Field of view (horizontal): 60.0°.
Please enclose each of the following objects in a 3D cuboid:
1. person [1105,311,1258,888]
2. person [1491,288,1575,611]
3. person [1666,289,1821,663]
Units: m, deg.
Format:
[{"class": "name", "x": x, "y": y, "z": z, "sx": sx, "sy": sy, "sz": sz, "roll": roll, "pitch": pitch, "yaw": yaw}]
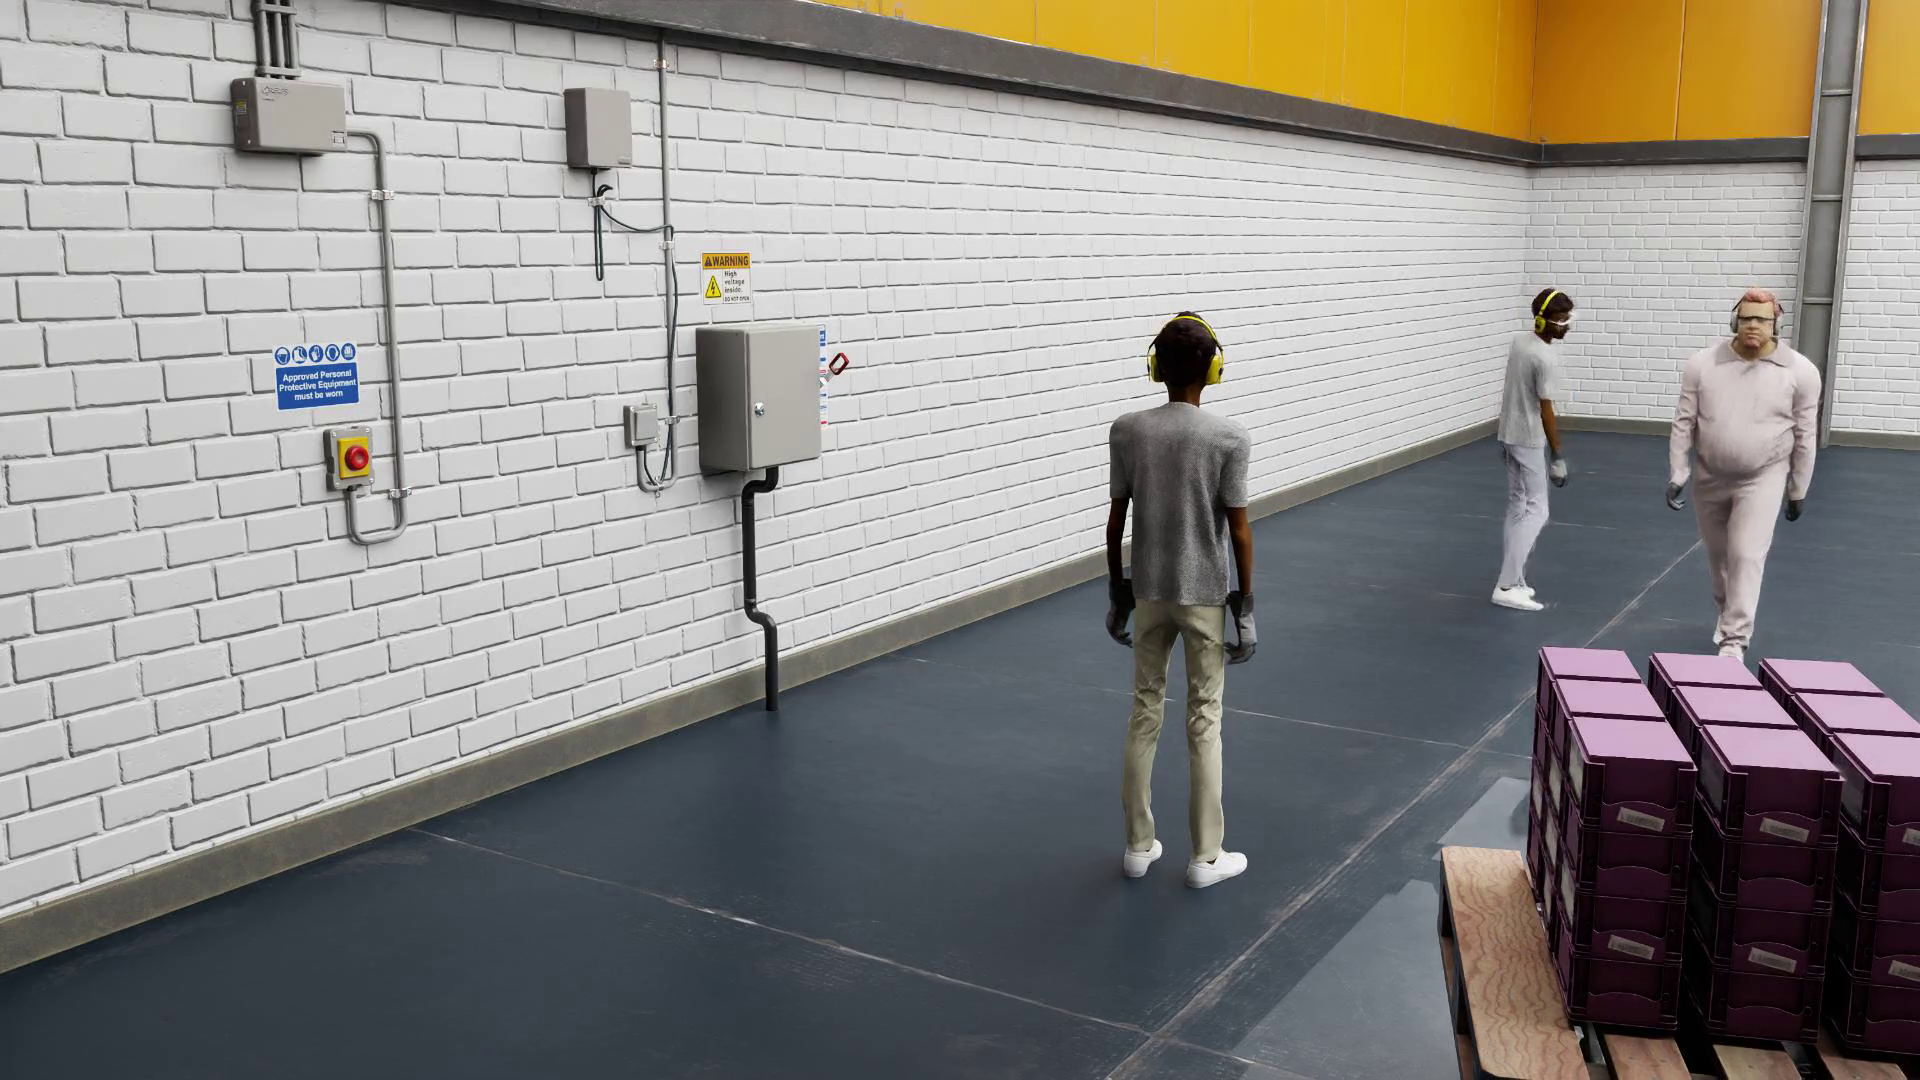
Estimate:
[{"class": "person", "x": 0.725, "y": 0.200, "z": 5.429, "sx": 0.531, "sy": 1.872, "sz": 0.322, "roll": 6, "pitch": 12, "yaw": 28}, {"class": "person", "x": 3.242, "y": -0.513, "z": 9.540, "sx": 0.375, "sy": 1.821, "sz": 0.649, "roll": -1, "pitch": 10, "yaw": -5}, {"class": "person", "x": 3.907, "y": -0.318, "z": 8.310, "sx": 0.630, "sy": 1.870, "sz": 0.966, "roll": 8, "pitch": 13, "yaw": 39}]
